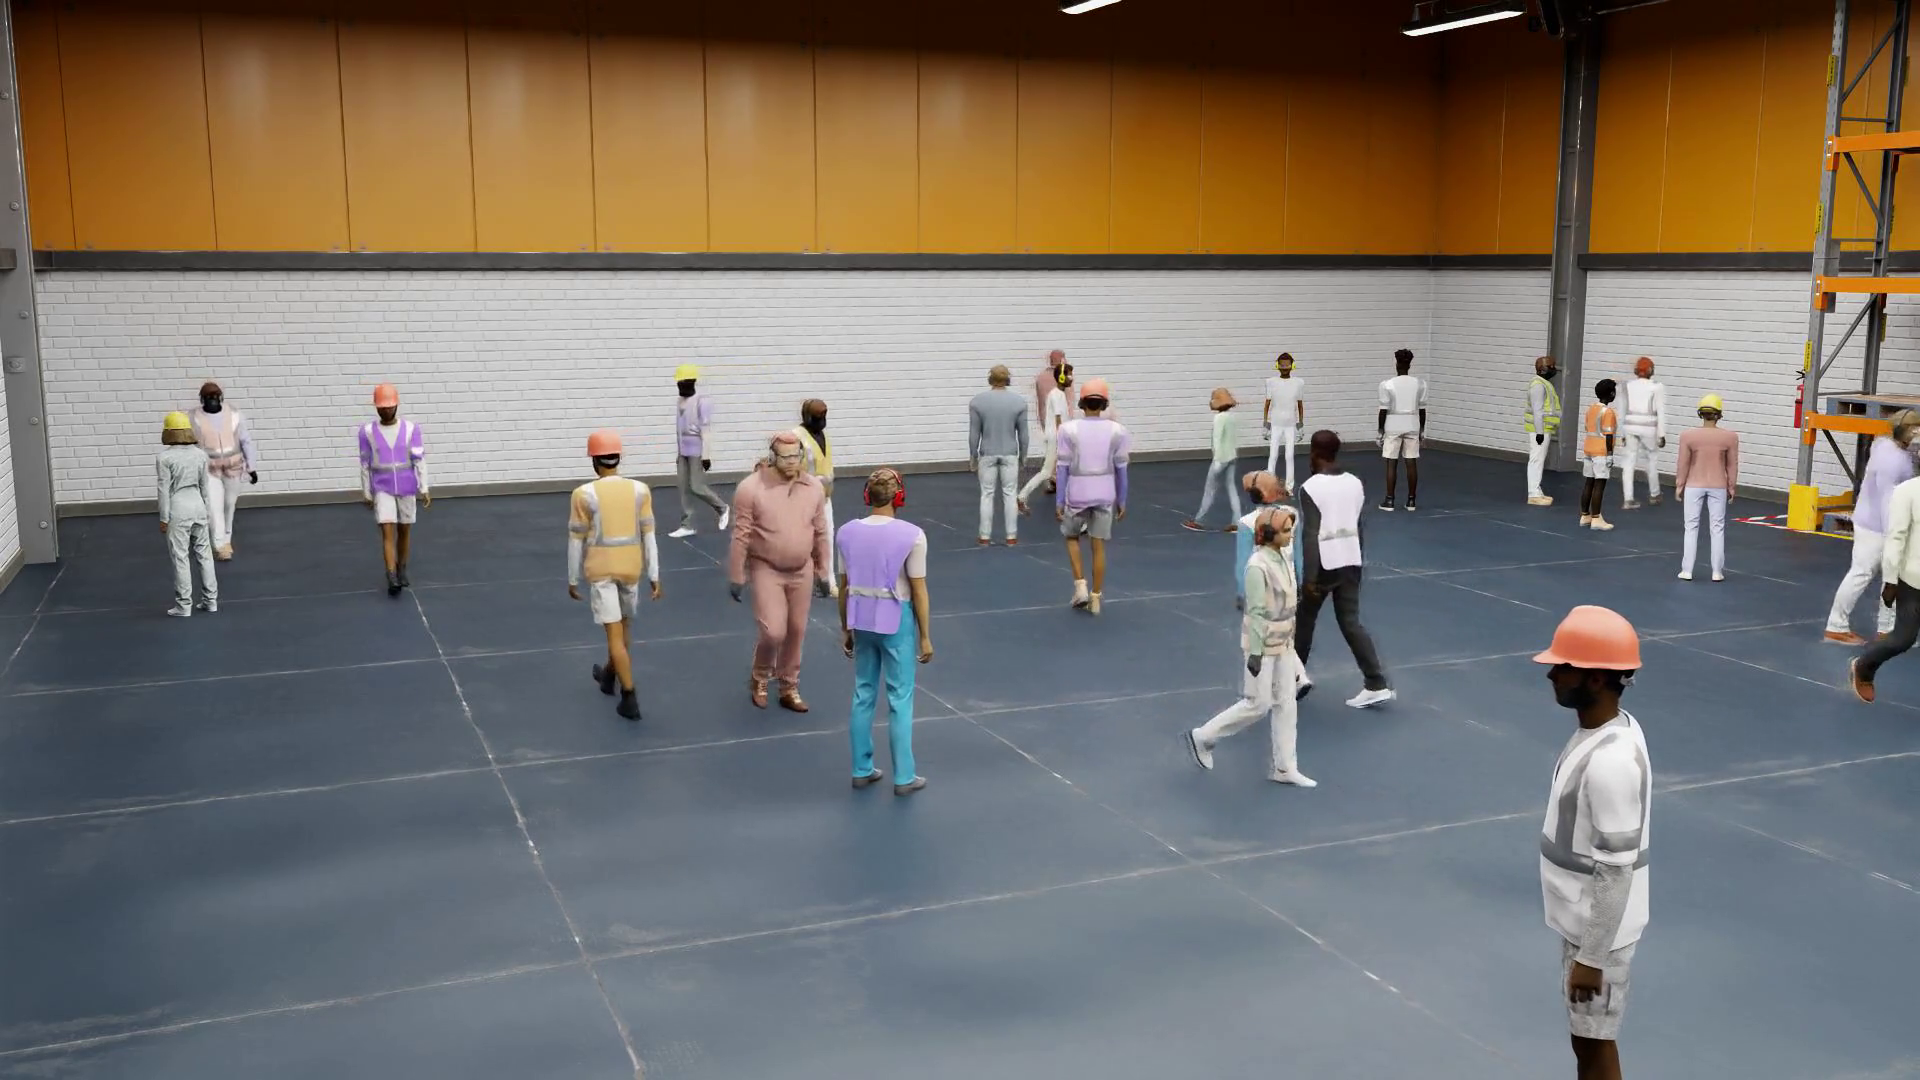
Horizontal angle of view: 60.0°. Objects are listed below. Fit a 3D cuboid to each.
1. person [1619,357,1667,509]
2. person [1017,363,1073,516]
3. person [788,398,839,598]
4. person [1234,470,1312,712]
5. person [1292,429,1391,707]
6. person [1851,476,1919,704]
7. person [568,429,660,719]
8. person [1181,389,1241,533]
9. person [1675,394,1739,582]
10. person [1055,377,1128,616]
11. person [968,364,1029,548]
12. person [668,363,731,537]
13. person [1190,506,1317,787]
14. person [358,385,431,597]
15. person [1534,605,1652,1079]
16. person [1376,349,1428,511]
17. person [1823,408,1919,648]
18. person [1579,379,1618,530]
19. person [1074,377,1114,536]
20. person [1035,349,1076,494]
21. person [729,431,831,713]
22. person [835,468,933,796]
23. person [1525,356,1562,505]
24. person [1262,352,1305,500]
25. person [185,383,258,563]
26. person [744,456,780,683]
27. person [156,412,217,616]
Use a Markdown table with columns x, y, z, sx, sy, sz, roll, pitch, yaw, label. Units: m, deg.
| x | y | z | sx | sy | sz | roll | pitch | yaw | label |
| --- | --- | --- | --- | --- | --- | --- | --- | --- | --- |
| 8.426 | -1.316 | 20.458 | 0.643 | 1.825 | 0.988 | 8 | 12 | 40 | person |
| 1.086 | -1.170 | 19.590 | 0.942 | 1.828 | 0.527 | 3 | 10 | 16 | person |
| -1.431 | -0.383 | 14.881 | 0.792 | 1.809 | 0.661 | 6 | 11 | 31 | person |
| 2.068 | 0.344 | 11.010 | 0.547 | 1.616 | 0.410 | -6 | 11 | -32 | person |
| 2.544 | 0.184 | 11.305 | 0.653 | 1.861 | 0.996 | -6 | 11 | -32 | person |
| 6.206 | 0.222 | 10.737 | 0.628 | 1.970 | 0.853 | -1 | 9 | -7 | person |
| -2.347 | 0.201 | 11.132 | 0.558 | 1.873 | 0.998 | -6 | 11 | -32 | person |
| 2.850 | -0.879 | 18.469 | 0.700 | 1.598 | 0.524 | 6 | 11 | 34 | person |
| 6.999 | -0.485 | 15.617 | 0.533 | 1.765 | 0.321 | 3 | 10 | 16 | person |
| 1.108 | -0.367 | 14.115 | 0.632 | 2.022 | 0.468 | -1 | 9 | -6 | person |
| 0.405 | -0.878 | 17.475 | 0.632 | 1.939 | 0.366 | 0 | 9 | 0 | person |
| -2.881 | -0.986 | 18.219 | 0.637 | 1.909 | 0.594 | -8 | 13 | -42 | person |
| 1.694 | 0.601 | 9.481 | 0.670 | 1.616 | 0.523 | 6 | 11 | 31 | person |
| -5.109 | -0.454 | 15.049 | 0.568 | 1.880 | 0.988 | -4 | 10 | -23 | person |
| 1.924 | 1.157 | 5.137 | 0.370 | 1.939 | 0.543 | 3 | 10 | 18 | person |
| 5.333 | -1.327 | 20.108 | 0.602 | 1.966 | 0.368 | -1 | 9 | -3 | person |
| 7.096 | -0.075 | 12.759 | 0.776 | 1.886 | 0.628 | 7 | 11 | 35 | person |
| 7.218 | -0.968 | 18.750 | 0.317 | 1.695 | 0.540 | -1 | 9 | -4 | person |
| 1.439 | -0.891 | 18.099 | 0.539 | 1.752 | 0.390 | -5 | 10 | -26 | person |
| 1.289 | -1.535 | 21.603 | 0.431 | 1.883 | 0.660 | -8 | 13 | -41 | person |
| -1.161 | 0.224 | 10.924 | 0.690 | 1.887 | 0.471 | -6 | 11 | -32 | person |
| -0.440 | 0.518 | 9.332 | 0.565 | 1.836 | 0.385 | 5 | 11 | 29 | person |
| 7.248 | -1.362 | 20.692 | 0.429 | 1.847 | 0.625 | 4 | 10 | 24 | person |
| 4.102 | -1.440 | 21.084 | 0.531 | 1.870 | 0.318 | 1 | 9 | 6 | person |
| -7.474 | -0.692 | 16.800 | 0.634 | 1.799 | 0.953 | -7 | 12 | -35 | person |
| -1.401 | 0.214 | 11.855 | 0.619 | 1.615 | 0.504 | -7 | 11 | -35 | person |
| -6.587 | -0.222 | 14.120 | 0.332 | 1.734 | 0.480 | 5 | 10 | 26 | person |
